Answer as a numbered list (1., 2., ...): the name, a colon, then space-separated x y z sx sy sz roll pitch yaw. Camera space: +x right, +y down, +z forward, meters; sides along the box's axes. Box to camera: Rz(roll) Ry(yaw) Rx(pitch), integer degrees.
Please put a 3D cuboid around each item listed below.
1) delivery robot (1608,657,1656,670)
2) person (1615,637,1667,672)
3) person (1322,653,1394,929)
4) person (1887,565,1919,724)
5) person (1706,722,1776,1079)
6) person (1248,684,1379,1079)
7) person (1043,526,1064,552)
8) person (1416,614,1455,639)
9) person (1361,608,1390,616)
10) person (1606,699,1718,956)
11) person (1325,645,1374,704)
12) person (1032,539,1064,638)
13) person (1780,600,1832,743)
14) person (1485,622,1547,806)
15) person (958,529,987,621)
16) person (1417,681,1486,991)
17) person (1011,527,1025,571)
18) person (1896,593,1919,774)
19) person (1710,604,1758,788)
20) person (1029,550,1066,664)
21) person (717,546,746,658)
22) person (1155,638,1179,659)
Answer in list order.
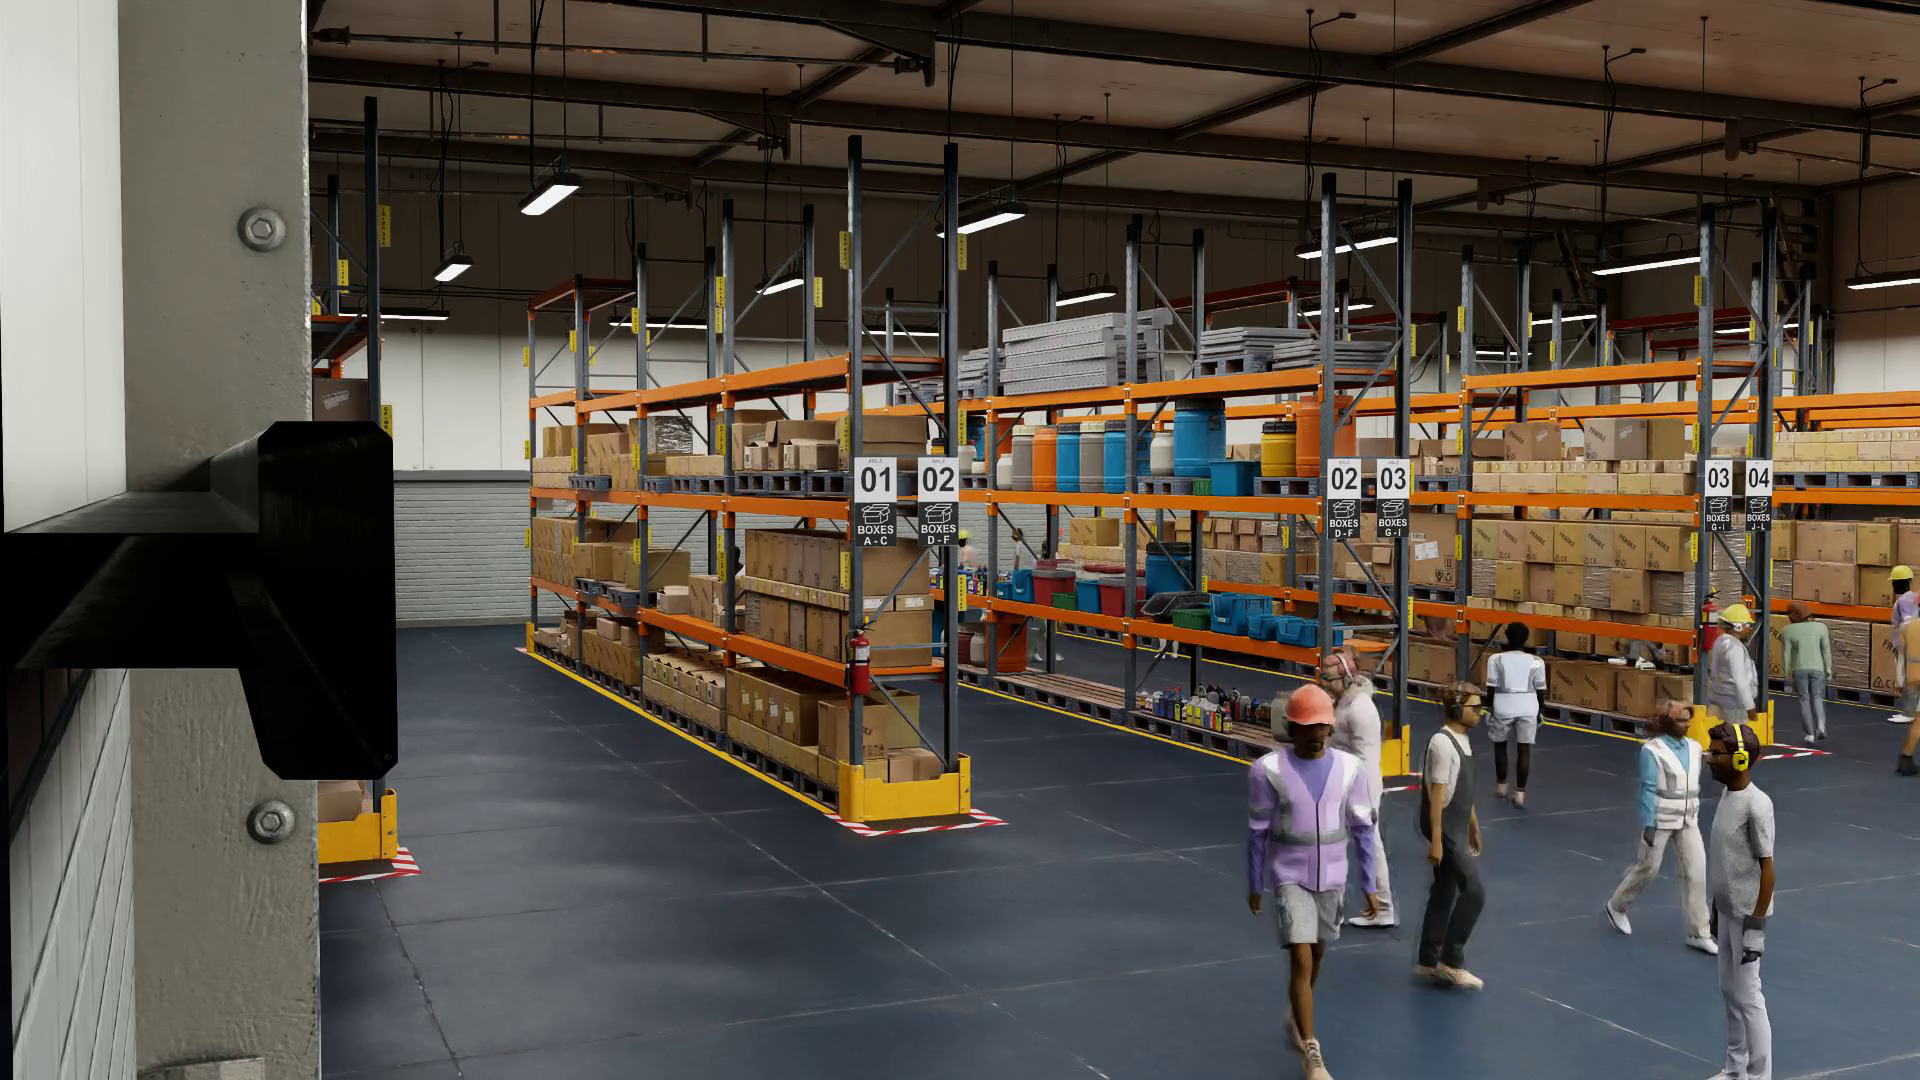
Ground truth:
1. delivery robot: 9.442 1.795 25.169 0.477 0.478 0.707 -1 2 -18
2. person: 8.880 1.244 23.209 0.769 1.891 0.561 0 2 13
3. person: 2.557 1.680 11.935 0.756 1.858 0.755 0 2 6
4. person: 11.527 1.271 21.893 0.386 1.922 0.594 2 3 37
5. person: 3.732 1.807 8.615 0.310 1.868 0.532 0 2 4
6. person: 1.797 1.726 9.250 0.619 2.000 1.007 0 2 -8
7. person: 1.937 0.692 36.694 0.621 1.960 0.970 1 2 26
8. person: 7.418 1.054 27.944 0.668 1.887 0.426 -1 2 -17
9. person: 6.720 1.044 28.742 0.601 1.860 0.602 0 2 5
10. person: 4.572 1.823 11.660 0.529 1.608 0.810 -1 2 -24
11. person: 3.265 1.681 14.993 0.405 1.625 0.528 -2 3 -39
12. person: 1.589 0.891 33.256 0.660 1.806 0.875 -1 2 -16
13. person: 9.566 1.481 20.273 0.537 1.611 0.387 0 2 12
14. person: 5.136 1.591 16.600 0.557 1.673 0.654 0 2 10
15. person: 0.159 0.724 36.644 0.905 1.897 0.582 0 2 -10
16. person: 2.964 1.751 10.647 0.565 1.821 0.539 1 2 27
17. person: 1.292 0.644 39.230 0.616 1.867 0.568 0 2 11
18. person: 9.901 1.429 18.273 0.982 1.883 0.566 -1 2 -22
19. person: 7.310 1.513 16.856 0.449 1.826 0.618 1 2 14
20. person: 1.405 1.070 28.661 0.531 1.818 1.036 -1 3 -31
21. person: -3.523 1.043 28.003 0.587 1.914 0.392 0 2 5
22. person: 3.374 1.130 29.298 0.498 1.633 0.278 -1 2 -18
